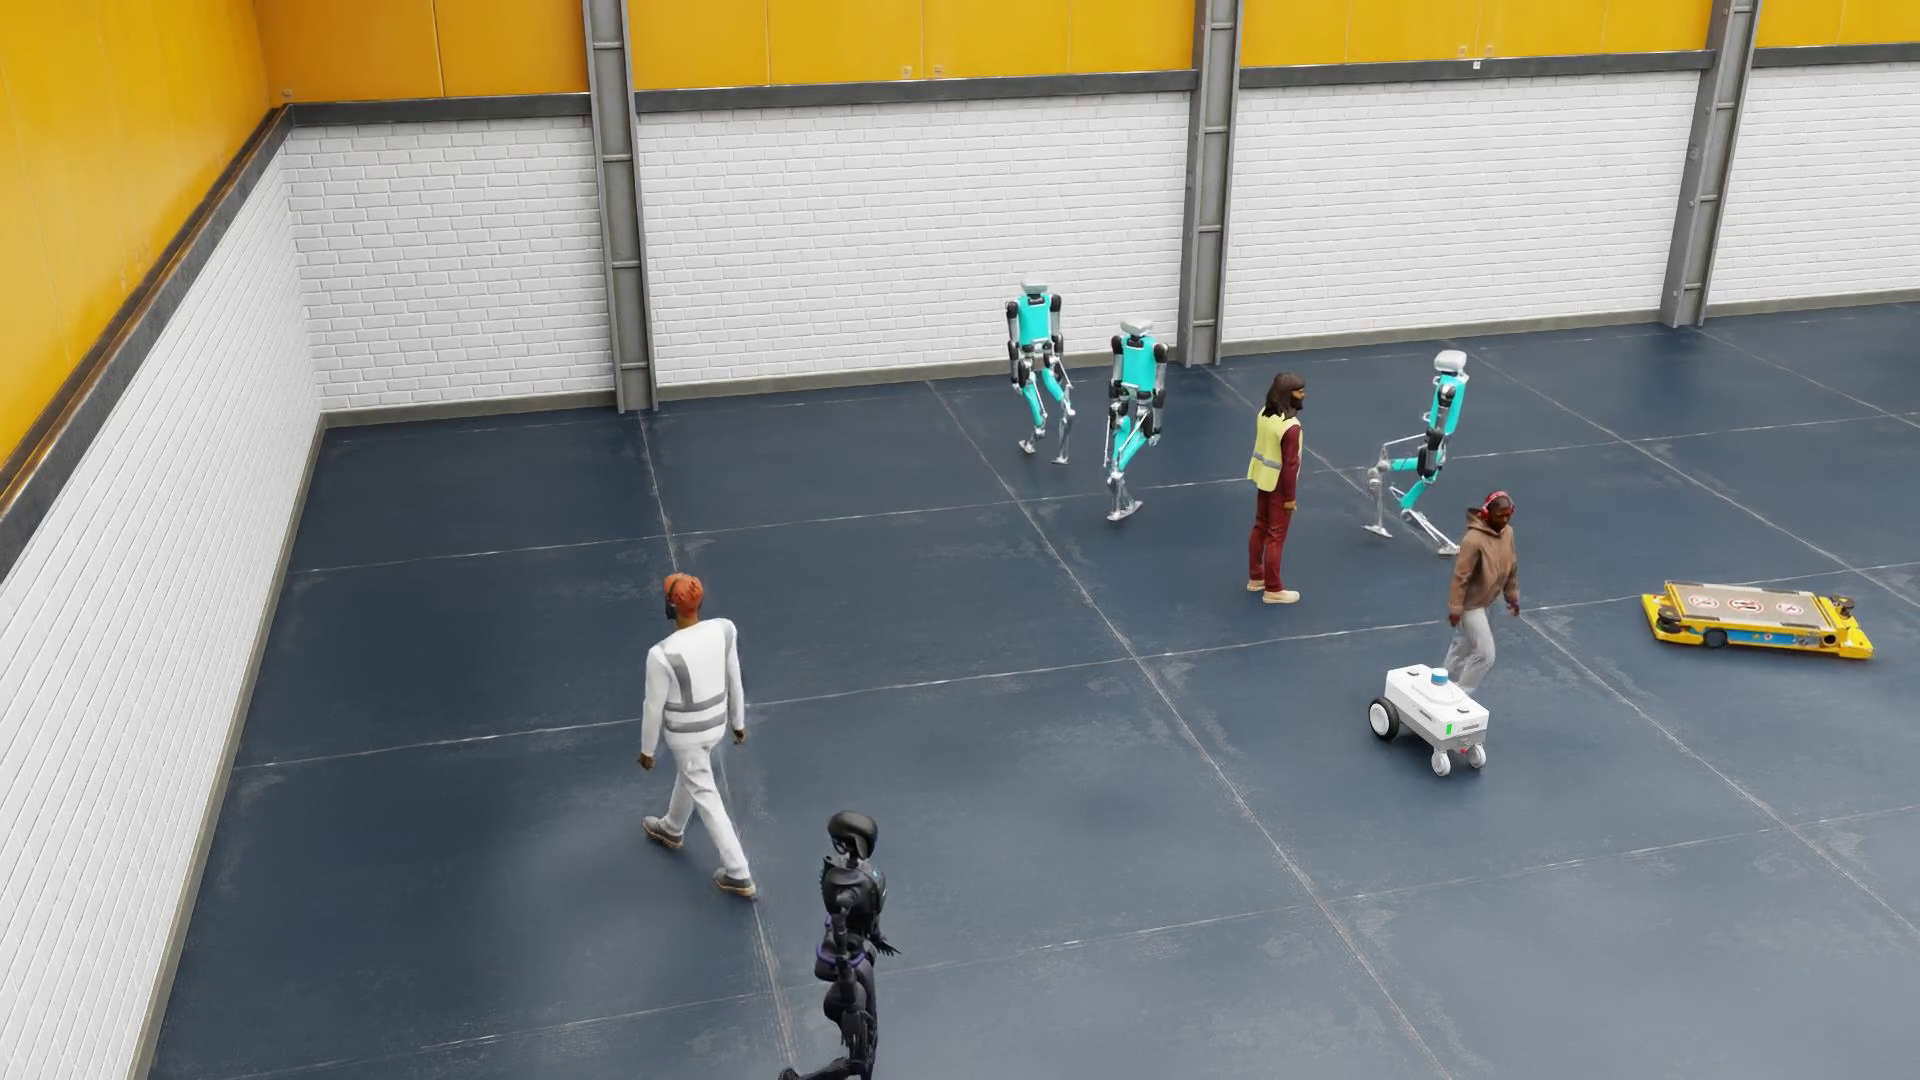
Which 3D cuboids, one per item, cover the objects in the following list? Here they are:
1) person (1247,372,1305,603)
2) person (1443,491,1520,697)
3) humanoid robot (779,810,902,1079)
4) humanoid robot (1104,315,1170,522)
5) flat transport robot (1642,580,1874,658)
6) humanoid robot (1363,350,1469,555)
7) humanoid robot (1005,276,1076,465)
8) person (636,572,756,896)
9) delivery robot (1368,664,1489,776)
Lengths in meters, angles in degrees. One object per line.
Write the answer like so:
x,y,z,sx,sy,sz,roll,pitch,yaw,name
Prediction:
2.344,-0.391,12.386,0.381,1.770,0.467,-7,25,-16,person
3.350,0.425,10.697,0.474,1.625,0.469,19,30,36,person
-0.536,1.872,7.367,0.507,1.645,0.600,3,24,8,humanoid robot
1.333,-0.917,13.638,0.545,1.785,0.861,19,30,36,humanoid robot
5.759,0.575,12.054,1.431,0.231,0.659,5,24,10,flat transport robot
3.549,-0.672,13.129,1.060,1.763,0.554,11,26,23,humanoid robot
0.766,-1.429,14.829,0.548,1.756,1.032,-9,25,-20,humanoid robot
-1.467,1.031,9.079,0.978,1.831,0.595,18,30,36,person
2.990,1.092,10.549,0.499,0.614,0.791,-9,25,-19,delivery robot
